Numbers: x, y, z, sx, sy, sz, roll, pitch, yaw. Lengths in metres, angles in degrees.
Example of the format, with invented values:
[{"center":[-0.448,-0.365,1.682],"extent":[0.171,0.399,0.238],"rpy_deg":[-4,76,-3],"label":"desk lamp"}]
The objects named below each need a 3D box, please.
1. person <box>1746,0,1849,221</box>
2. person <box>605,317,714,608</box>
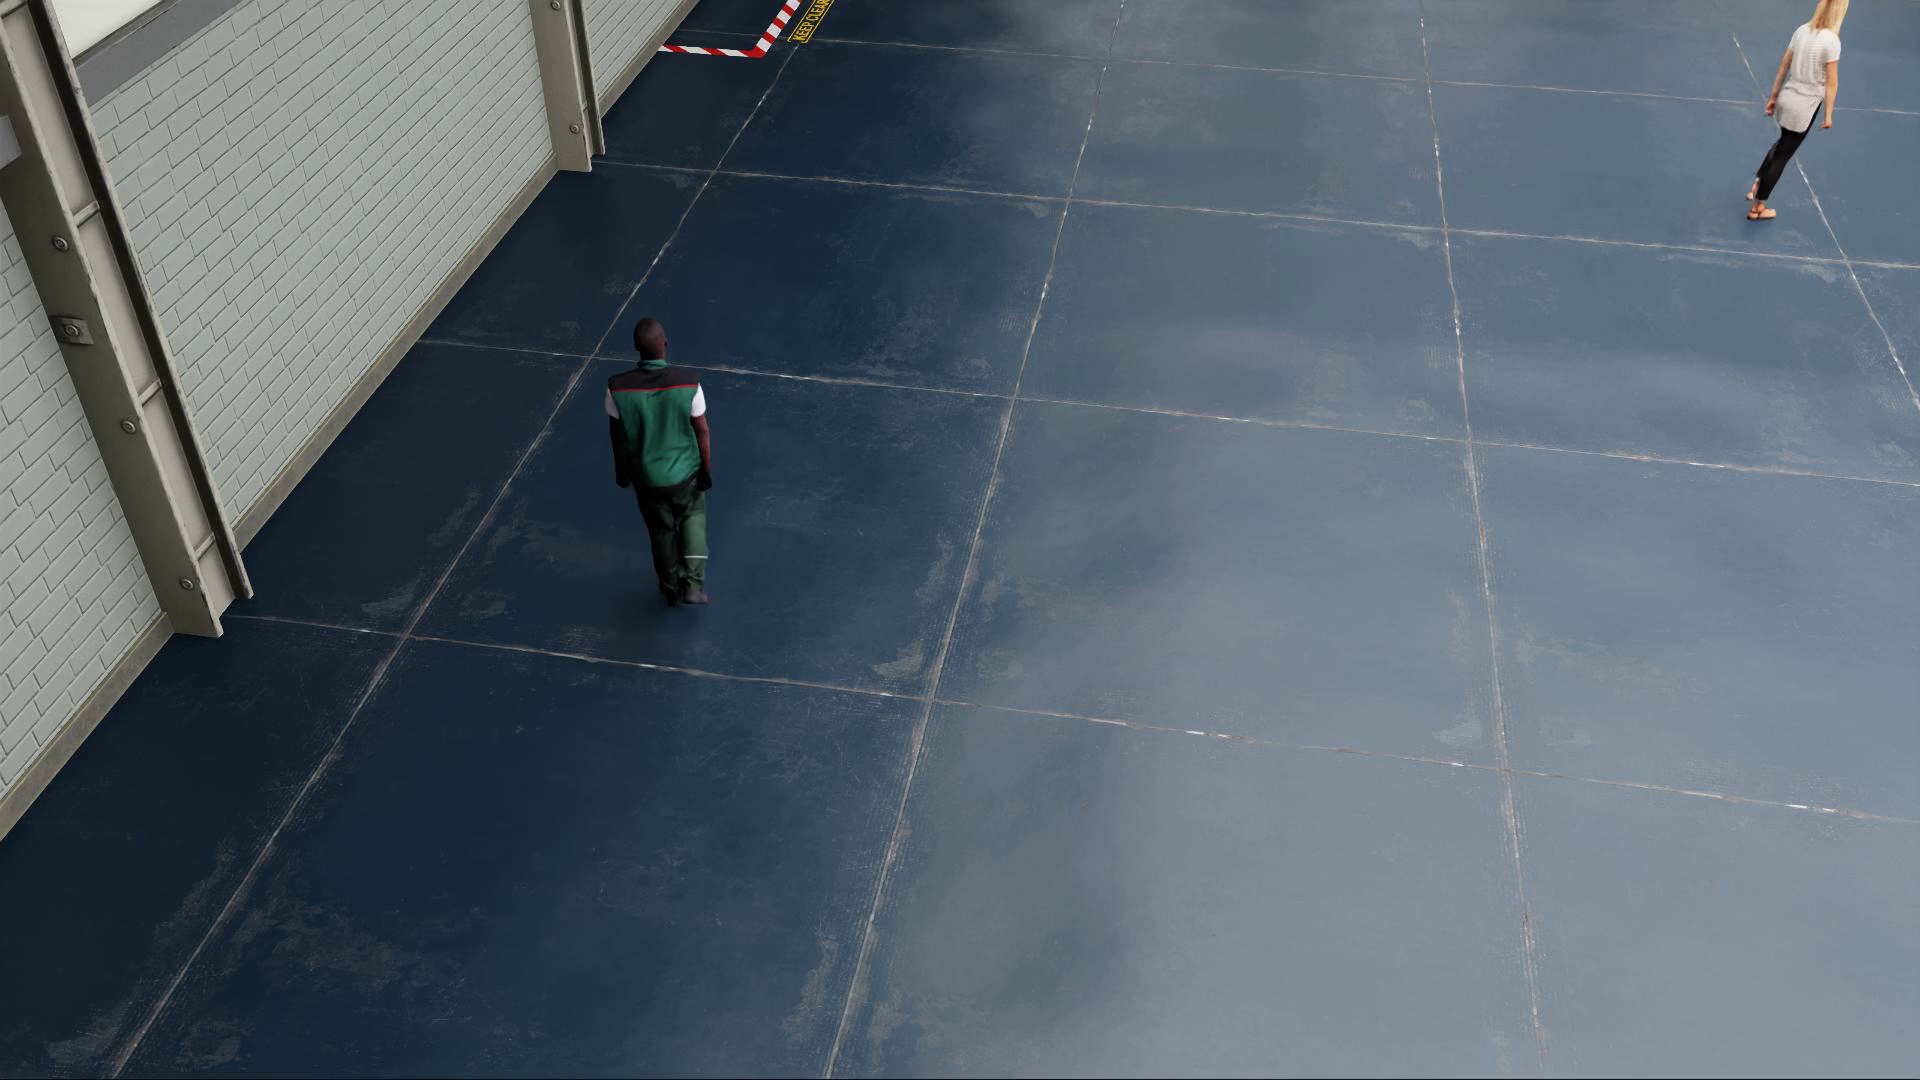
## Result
[{"center":[6.341,-3.288,12.739],"extent":[0.795,1.816,0.705],"rpy_deg":[-12,40,-15],"label":"person"},{"center":[-1.586,-0.322,8.942],"extent":[0.827,1.825,0.906],"rpy_deg":[-6,38,-8],"label":"person"}]
